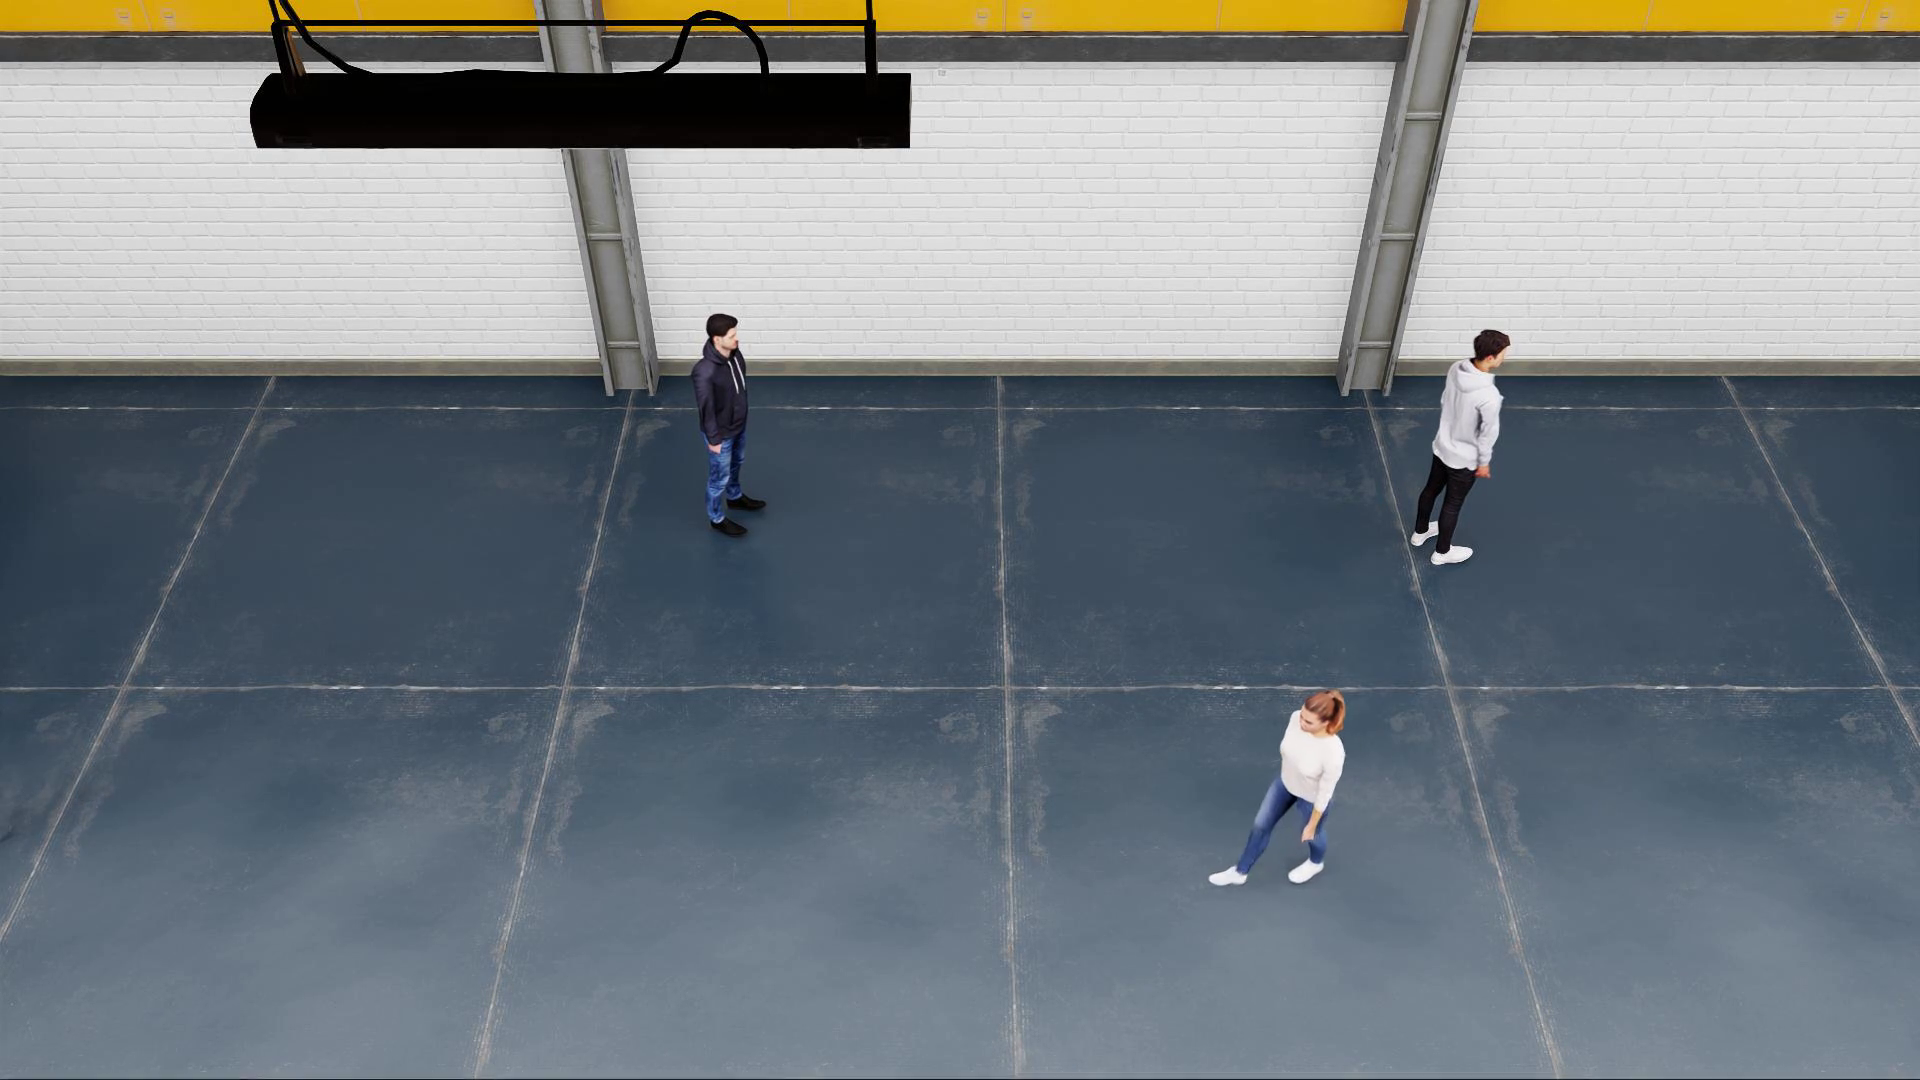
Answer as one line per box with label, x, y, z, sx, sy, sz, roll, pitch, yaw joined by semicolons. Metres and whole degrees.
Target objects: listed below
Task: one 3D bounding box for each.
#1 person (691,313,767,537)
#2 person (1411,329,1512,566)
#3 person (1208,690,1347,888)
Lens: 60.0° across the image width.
person;-1.694;-0.844;11.854;0.702;1.887;0.739;14;45;15
person;3.479;-0.650;11.621;0.742;1.928;0.761;-18;46;-18
person;2.059;1.431;9.606;1.081;1.693;0.906;-18;47;-18
